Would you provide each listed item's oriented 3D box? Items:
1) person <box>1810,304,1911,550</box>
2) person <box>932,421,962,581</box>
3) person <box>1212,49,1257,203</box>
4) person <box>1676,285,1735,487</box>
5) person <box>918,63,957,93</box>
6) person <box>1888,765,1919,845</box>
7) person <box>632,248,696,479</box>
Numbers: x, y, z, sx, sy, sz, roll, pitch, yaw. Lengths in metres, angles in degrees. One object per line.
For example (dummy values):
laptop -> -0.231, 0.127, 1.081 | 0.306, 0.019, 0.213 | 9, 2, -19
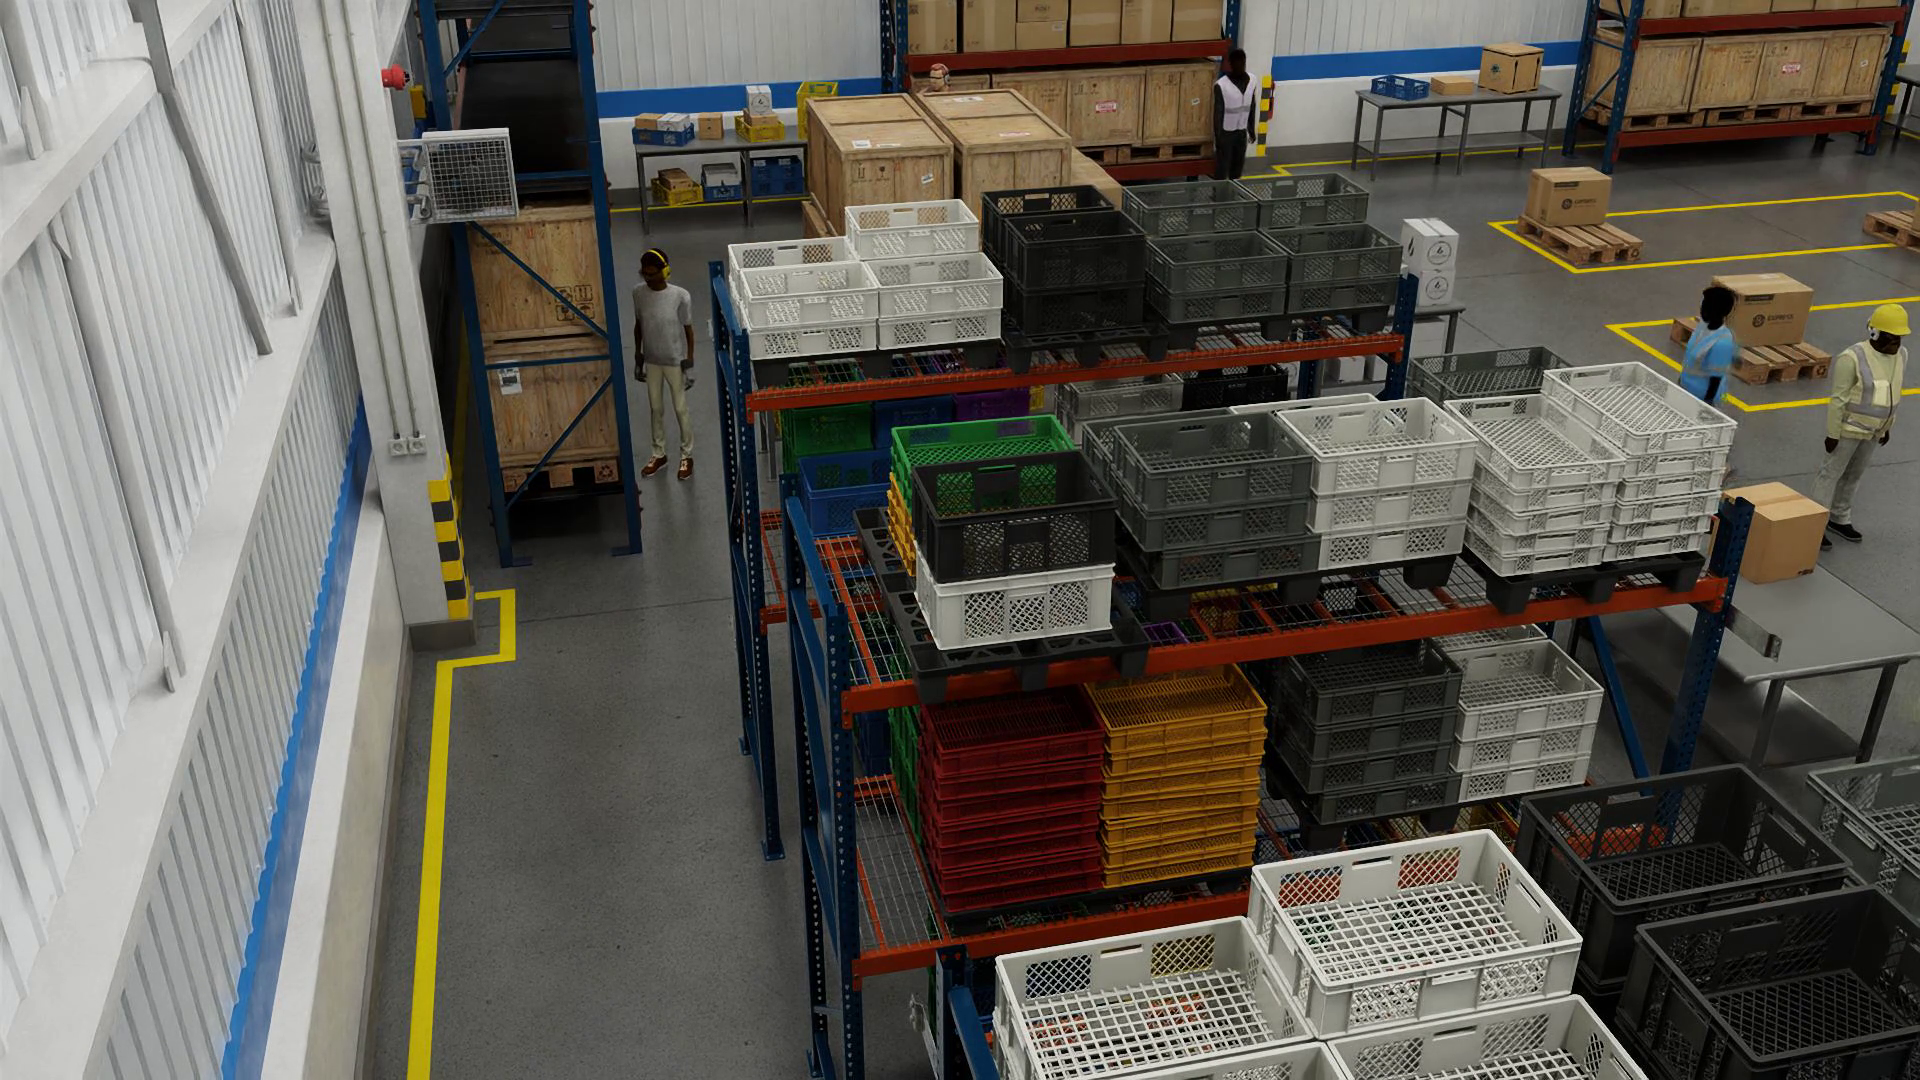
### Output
person -> 6.447, -0.817, 11.904 | 0.586, 1.833, 0.403 | -11, 30, -20
person -> -0.135, -0.147, 10.580 | 0.347, 1.881, 0.584 | -13, 31, -24
person -> 3.161, -4.738, 19.269 | 0.610, 1.903, 0.400 | -17, 32, -29
person -> 5.648, -1.124, 12.647 | 0.584, 1.678, 0.545 | 2, 28, 4
person -> -0.237, -4.320, 18.473 | 0.642, 1.909, 0.408 | 11, 30, 20
person -> 5.252, 0.926, 8.627 | 0.570, 1.802, 0.644 | 5, 28, 9
person -> -2.298, -1.366, 12.914 | 0.521, 1.865, 0.328 | 7, 29, 13
